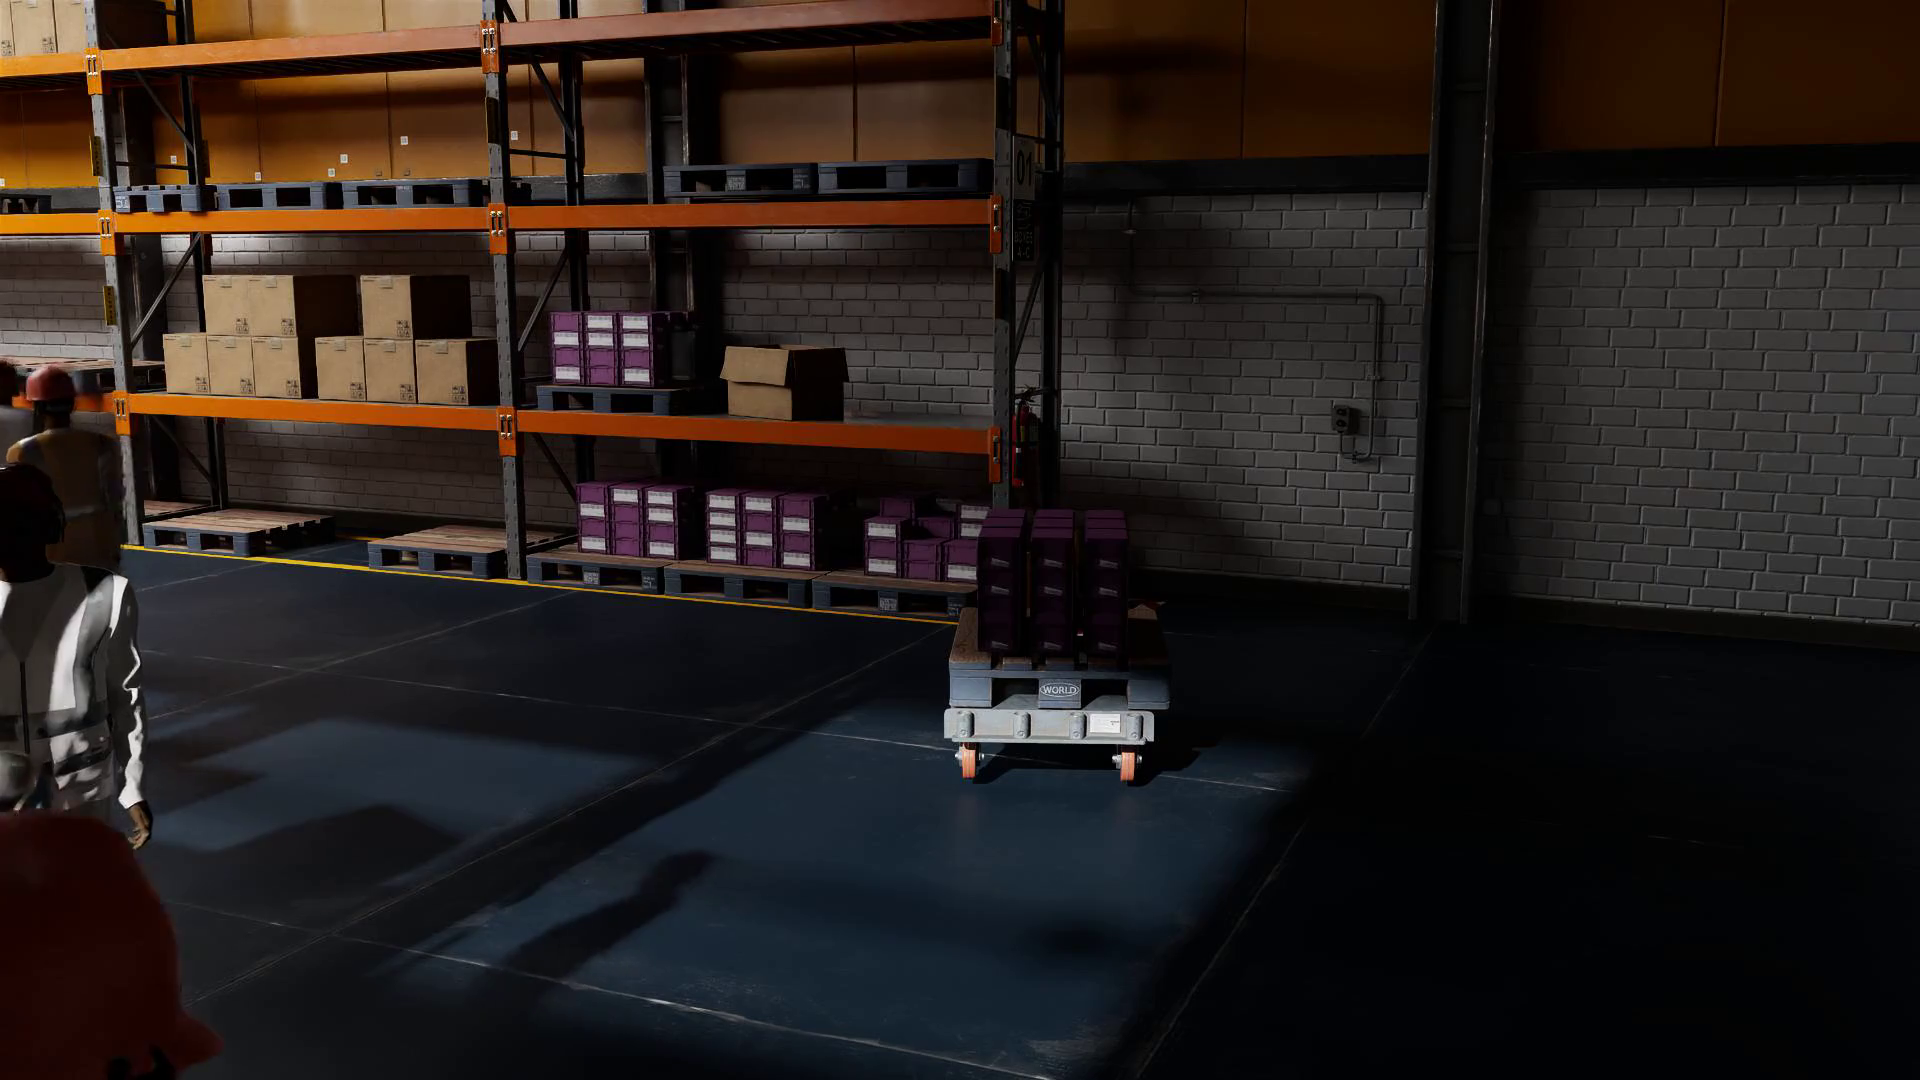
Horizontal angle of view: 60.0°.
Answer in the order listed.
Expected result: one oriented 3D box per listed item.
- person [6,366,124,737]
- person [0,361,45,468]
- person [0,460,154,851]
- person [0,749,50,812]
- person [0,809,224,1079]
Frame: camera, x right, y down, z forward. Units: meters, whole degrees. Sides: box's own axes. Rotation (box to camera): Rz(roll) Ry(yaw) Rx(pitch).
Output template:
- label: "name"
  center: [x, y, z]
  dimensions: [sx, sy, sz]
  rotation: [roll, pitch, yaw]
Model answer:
- label: "person"
  center: [-4.627, 0.051, 8.622]
  dimensions: [0.563, 1.887, 0.969]
  rotation: [-9, 13, -43]
- label: "person"
  center: [-5.743, -0.165, 10.070]
  dimensions: [0.614, 1.832, 0.984]
  rotation: [-7, 12, -36]
- label: "person"
  center: [-2.573, 0.716, 4.645]
  dimensions: [0.573, 1.887, 0.355]
  rotation: [-4, 10, -24]
- label: "person"
  center: [-2.284, 1.022, 3.714]
  dimensions: [0.537, 1.586, 0.903]
  rotation: [-6, 11, -32]
- label: "person"
  center: [-0.759, 1.210, 1.293]
  dimensions: [0.655, 2.013, 0.501]
  rotation: [2, 10, 11]
